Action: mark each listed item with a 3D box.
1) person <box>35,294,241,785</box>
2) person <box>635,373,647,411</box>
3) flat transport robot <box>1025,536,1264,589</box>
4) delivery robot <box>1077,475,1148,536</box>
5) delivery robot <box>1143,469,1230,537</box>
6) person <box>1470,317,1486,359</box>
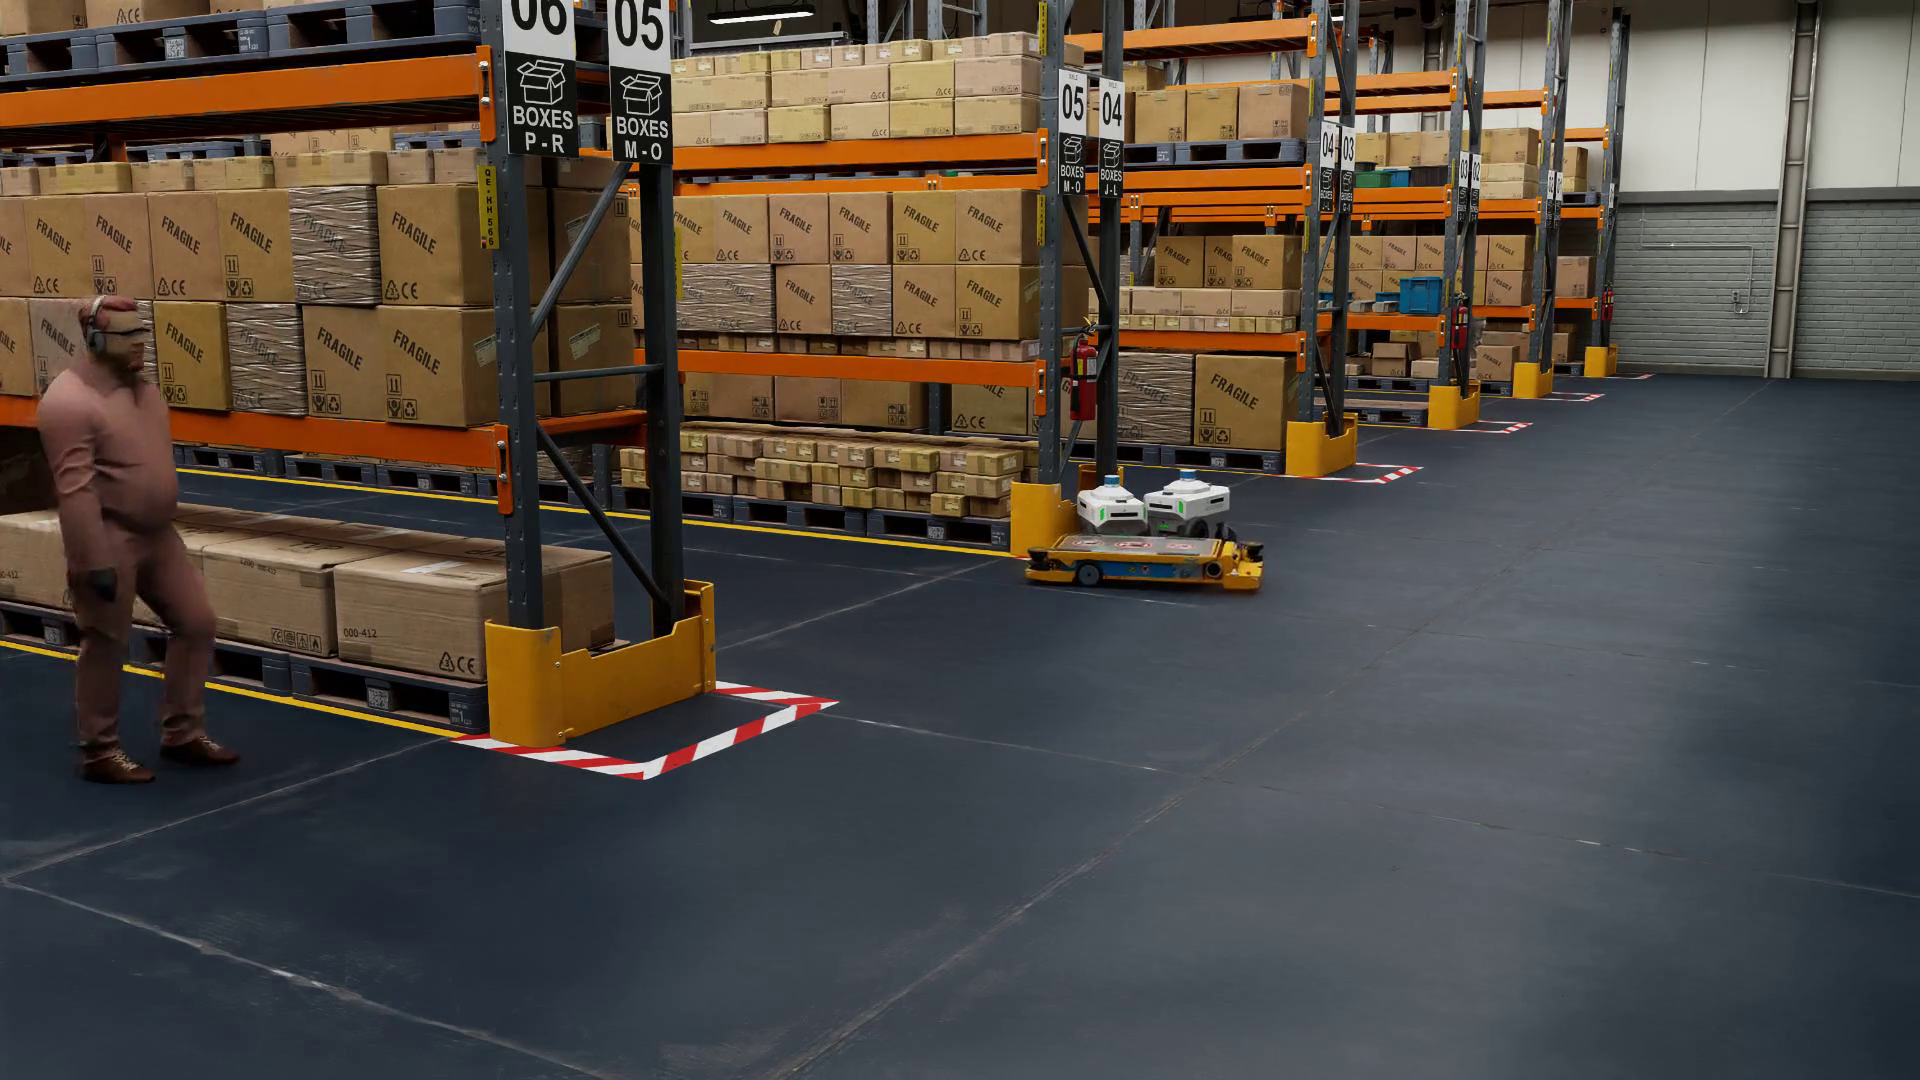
[{"bbox_3d":[-3.119,0.015,6.359,0.683,1.884,0.664,1,10,8],"label":"person"},{"bbox_3d":[-3.026,-1.662,16.725,0.892,1.694,0.510,7,12,36],"label":"person"},{"bbox_3d":[1.168,0.125,10.427,1.431,0.197,0.652,2,10,12],"label":"flat transport robot"},{"bbox_3d":[1.018,-0.193,11.185,0.477,0.478,0.707,-1,10,-9],"label":"delivery robot"},{"bbox_3d":[1.568,-0.244,11.482,0.477,0.478,0.707,8,12,37],"label":"delivery robot"},{"bbox_3d":[7.992,-3.320,25.883,0.361,1.882,0.575,6,12,33],"label":"person"}]
